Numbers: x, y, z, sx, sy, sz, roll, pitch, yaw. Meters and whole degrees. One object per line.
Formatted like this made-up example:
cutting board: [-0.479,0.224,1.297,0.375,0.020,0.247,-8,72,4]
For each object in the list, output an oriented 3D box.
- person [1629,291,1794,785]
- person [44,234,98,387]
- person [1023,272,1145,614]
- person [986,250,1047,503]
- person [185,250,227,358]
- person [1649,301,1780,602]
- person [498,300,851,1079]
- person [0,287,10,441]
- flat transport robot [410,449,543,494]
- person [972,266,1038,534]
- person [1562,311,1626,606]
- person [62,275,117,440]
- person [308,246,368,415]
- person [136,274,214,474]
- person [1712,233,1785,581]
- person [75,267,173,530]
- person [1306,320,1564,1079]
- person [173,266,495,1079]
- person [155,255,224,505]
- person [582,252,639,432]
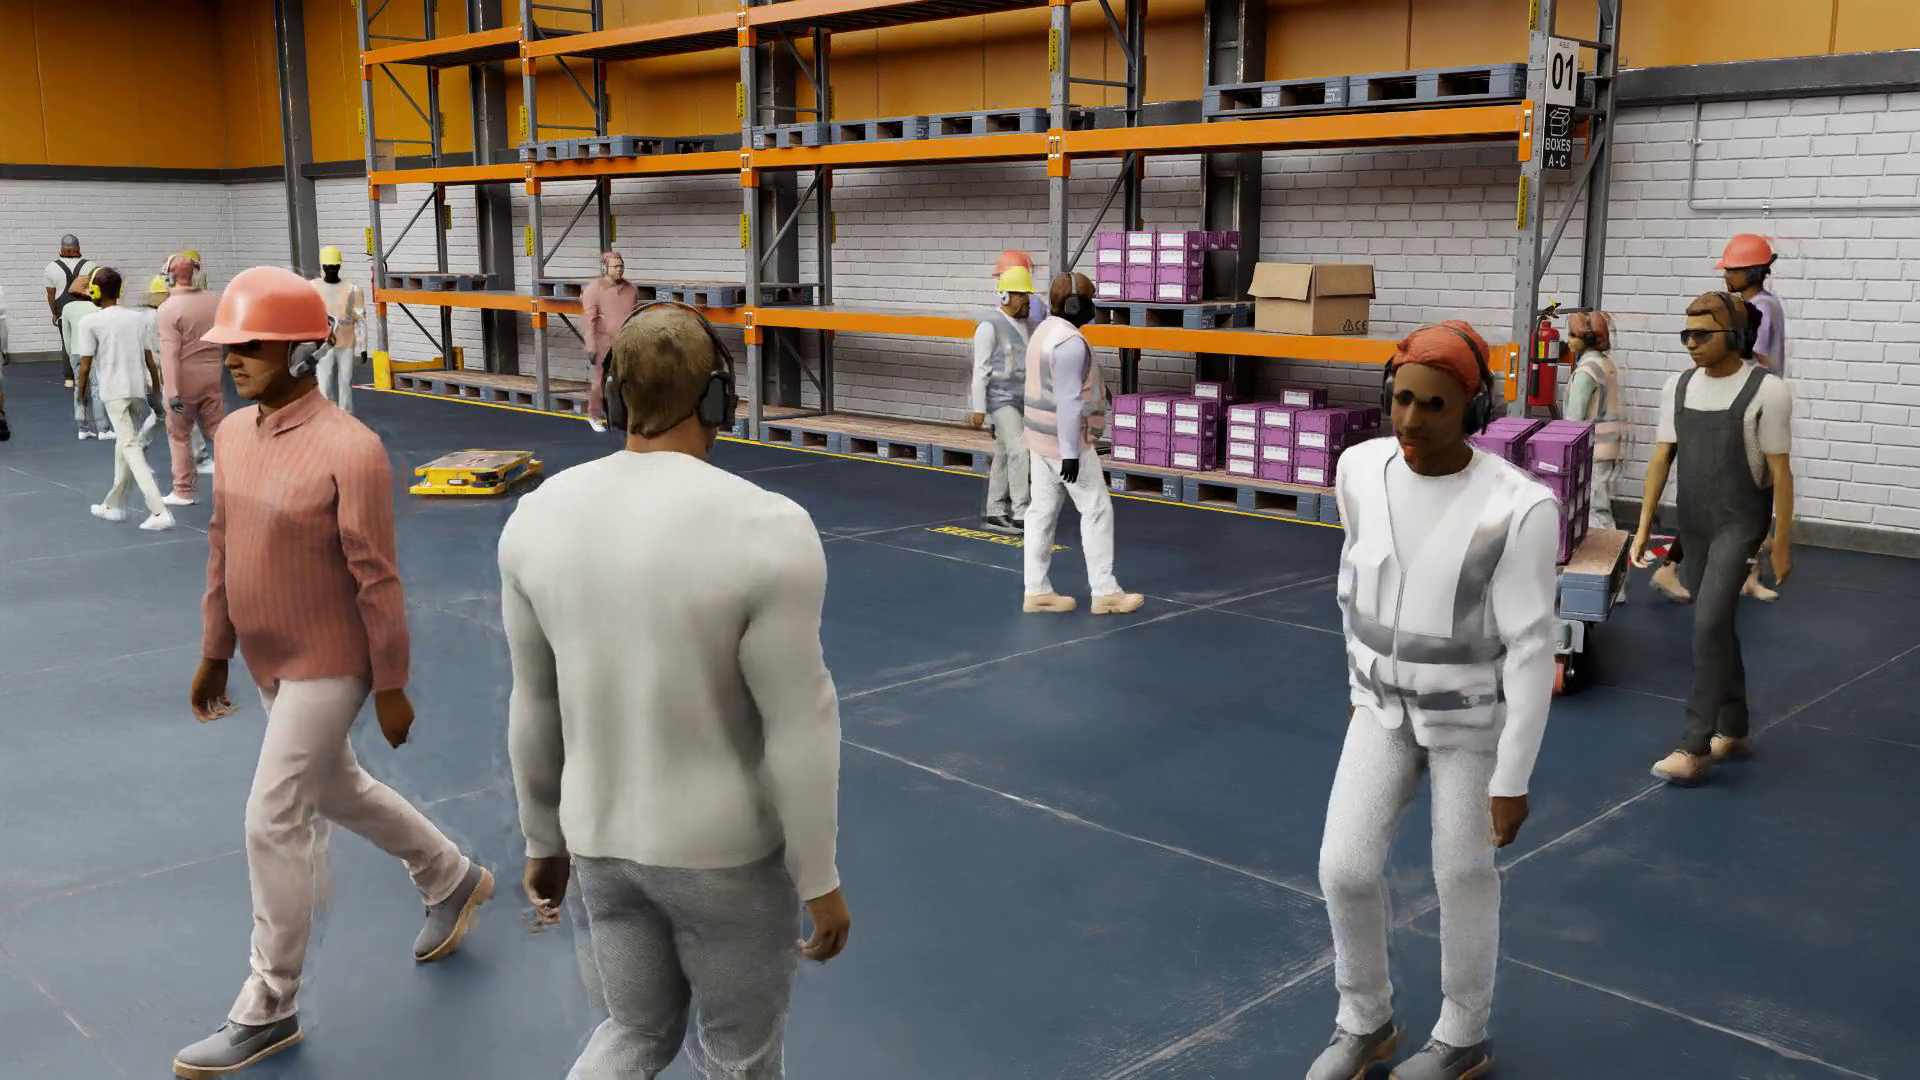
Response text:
person: [2.767,-0.012,6.225,0.820,1.809,0.524,-5,12,-25]
person: [-11.855,-3.078,22.328,0.683,2.000,0.538,-5,11,-25]
person: [0.682,-0.503,8.881,0.756,1.819,0.654,-3,11,-14]
person: [0.455,-1.185,12.354,0.537,1.920,0.547,10,14,43]
person: [-12.432,-3.818,27.051,0.611,1.796,0.851,5,11,24]
person: [4.245,-0.484,9.195,0.614,1.675,0.464,-6,12,-31]
person: [-0.539,0.554,2.877,0.649,1.920,0.649,5,11,25]
person: [-9.408,-1.845,15.915,0.561,1.927,0.524,-9,14,-41]
flat transport robot: [-3.881,-0.561,13.430,0.652,0.197,1.431,0,10,1]
person: [0.434,-0.926,11.207,0.709,1.807,0.626,7,13,34]
person: [3.363,-0.449,9.153,0.751,1.602,0.535,7,12,33]
person: [-8.650,-1.809,16.520,0.501,1.633,0.289,3,11,15]
person: [-6.176,-1.940,16.459,0.611,1.912,0.500,-4,11,-20]
person: [-6.710,-1.392,14.055,0.876,1.701,0.497,-2,11,-9]
person: [4.553,-0.756,9.693,0.472,2.023,0.625,5,12,25]
person: [-5.831,-0.979,11.546,1.000,1.810,0.524,5,12,27]
person: [1.075,0.427,3.773,0.601,1.842,0.605,-9,14,-42]
person: [-1.616,0.278,4.279,0.616,1.960,0.956,8,13,38]
person: [-5.668,-1.177,12.395,0.757,1.885,0.657,3,11,18]
person: [-3.536,-1.991,16.905,0.660,1.861,0.995,-9,13,-39]
